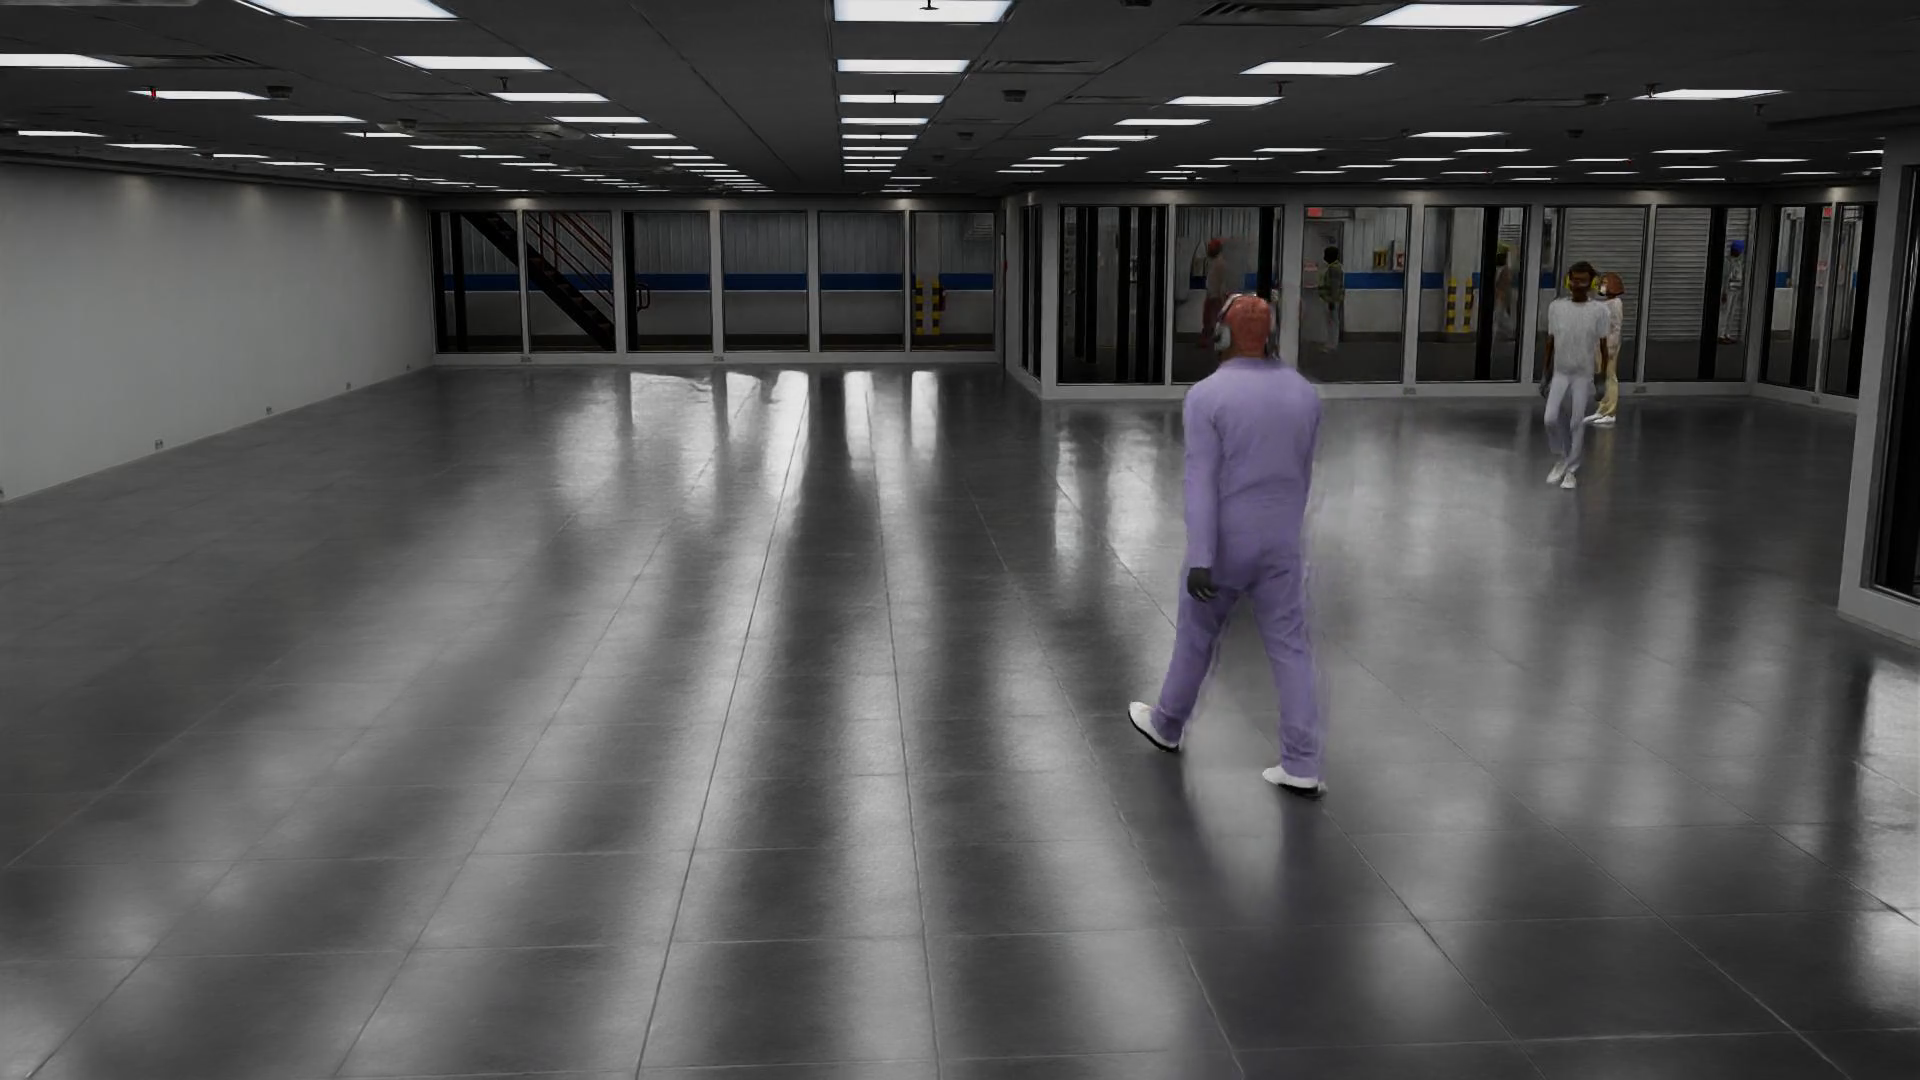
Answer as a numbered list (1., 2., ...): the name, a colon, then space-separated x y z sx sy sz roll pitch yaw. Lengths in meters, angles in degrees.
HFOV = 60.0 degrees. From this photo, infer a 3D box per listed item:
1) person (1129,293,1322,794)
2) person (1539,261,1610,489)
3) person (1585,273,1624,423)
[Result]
1. person: 1.064 -0.005 6.373 0.667 1.850 1.007 -5 12 -26
2. person: 4.975 -1.326 13.484 0.552 1.851 0.449 7 13 34
3. person: 7.078 -2.095 18.214 0.277 1.636 0.502 1 11 3
